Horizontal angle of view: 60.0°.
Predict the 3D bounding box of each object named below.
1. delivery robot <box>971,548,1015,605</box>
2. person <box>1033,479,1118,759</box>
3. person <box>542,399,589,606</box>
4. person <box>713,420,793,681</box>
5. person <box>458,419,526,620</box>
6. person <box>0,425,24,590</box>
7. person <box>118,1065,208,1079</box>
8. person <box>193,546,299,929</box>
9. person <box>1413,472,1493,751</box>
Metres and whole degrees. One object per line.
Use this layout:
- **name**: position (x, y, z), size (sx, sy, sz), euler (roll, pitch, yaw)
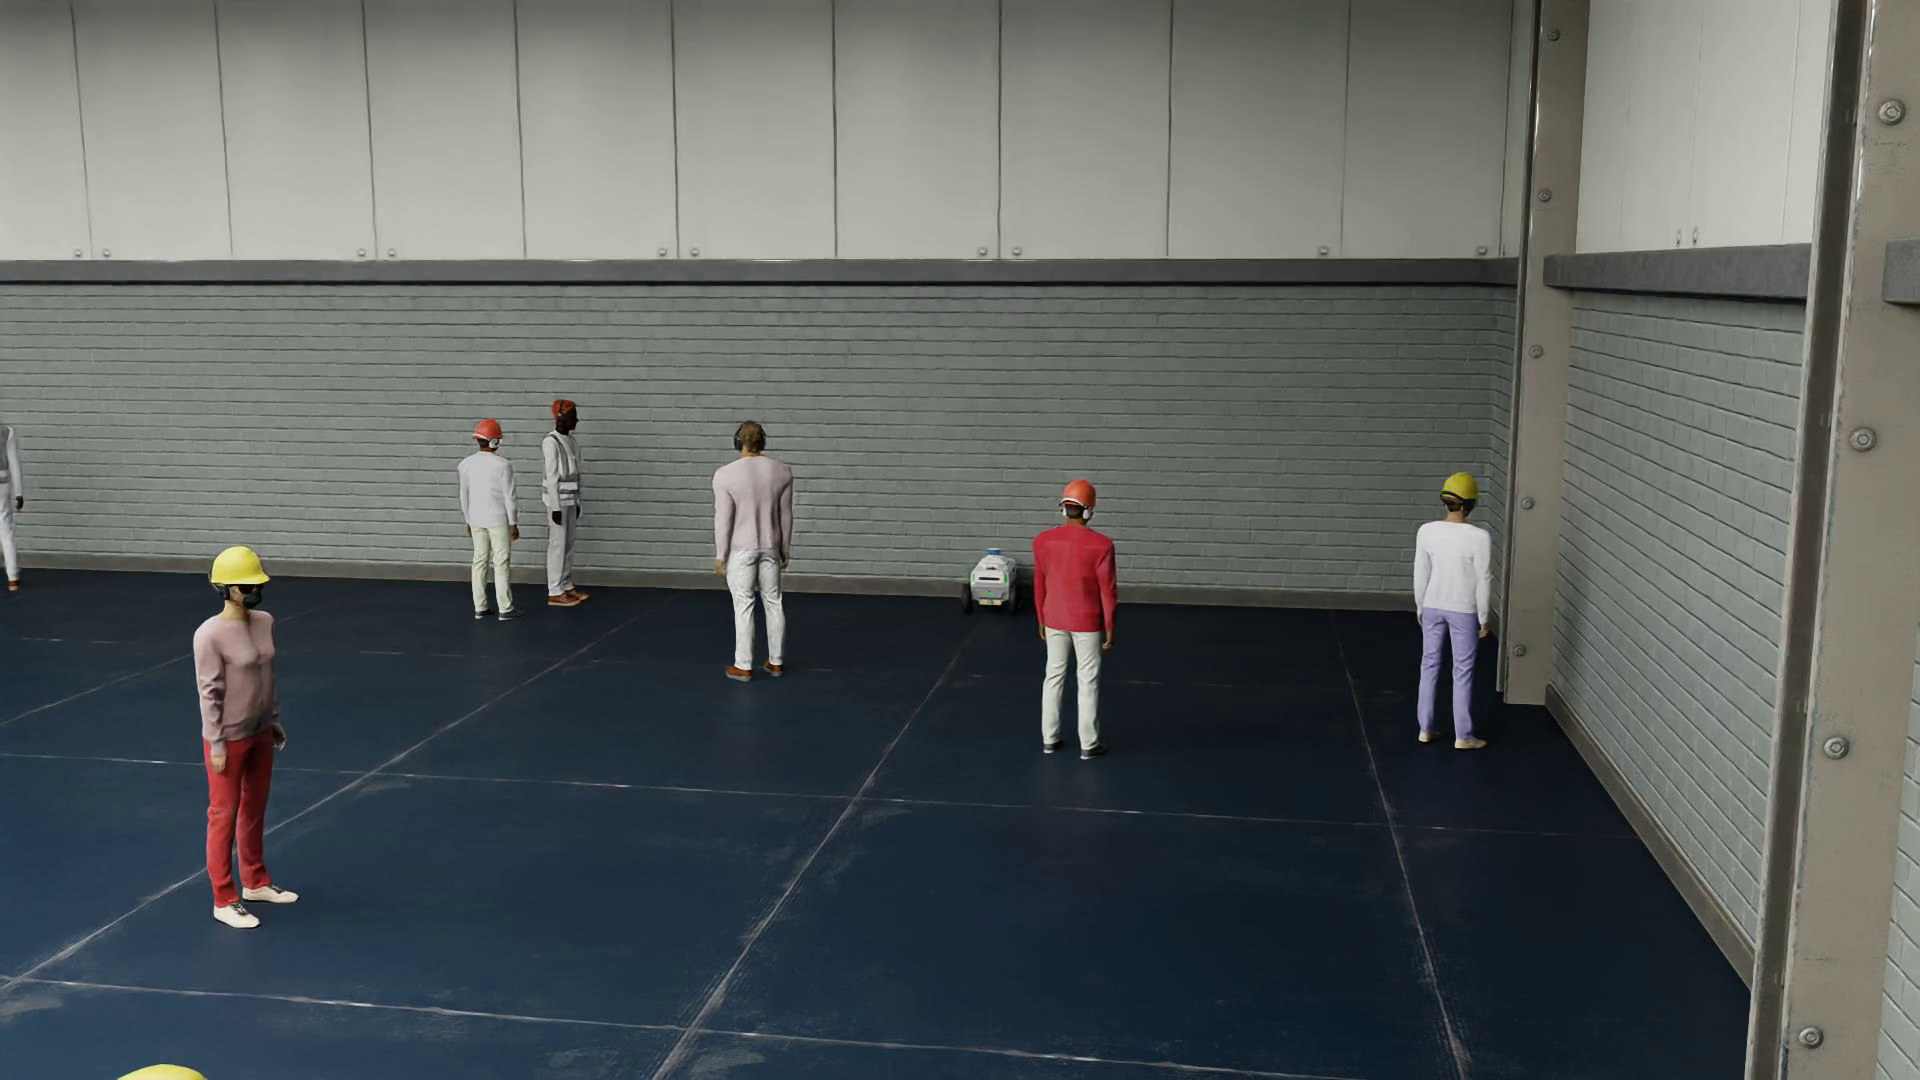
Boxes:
- **delivery robot**: position (0.300, 0.313, 14.848), size (0.477, 0.478, 0.707), euler (1, 9, 7)
- **person**: position (0.734, 0.487, 10.404), size (0.566, 1.743, 0.347), euler (5, 10, 28)
- **person**: position (-3.603, -0.340, 15.118), size (0.351, 1.878, 0.569), euler (2, 9, 10)
- **person**: position (-1.535, 0.079, 12.325), size (0.629, 1.940, 0.373), euler (-6, 11, -31)
- **person**: position (-4.074, -0.179, 14.481), size (0.563, 1.752, 0.327), euler (4, 10, 21)
- **person**: position (-9.167, -0.440, 15.685), size (0.584, 1.883, 0.337), euler (-6, 11, -34)
- **person**: position (-1.247, 1.705, 2.641), size (0.404, 1.827, 0.589), euler (-2, 9, -10)
- **person**: position (-3.336, 0.903, 7.771), size (0.326, 1.769, 0.524), euler (2, 9, 13)
- **person**: position (3.131, 0.450, 10.566), size (0.328, 1.769, 0.526), euler (-9, 13, -44)
